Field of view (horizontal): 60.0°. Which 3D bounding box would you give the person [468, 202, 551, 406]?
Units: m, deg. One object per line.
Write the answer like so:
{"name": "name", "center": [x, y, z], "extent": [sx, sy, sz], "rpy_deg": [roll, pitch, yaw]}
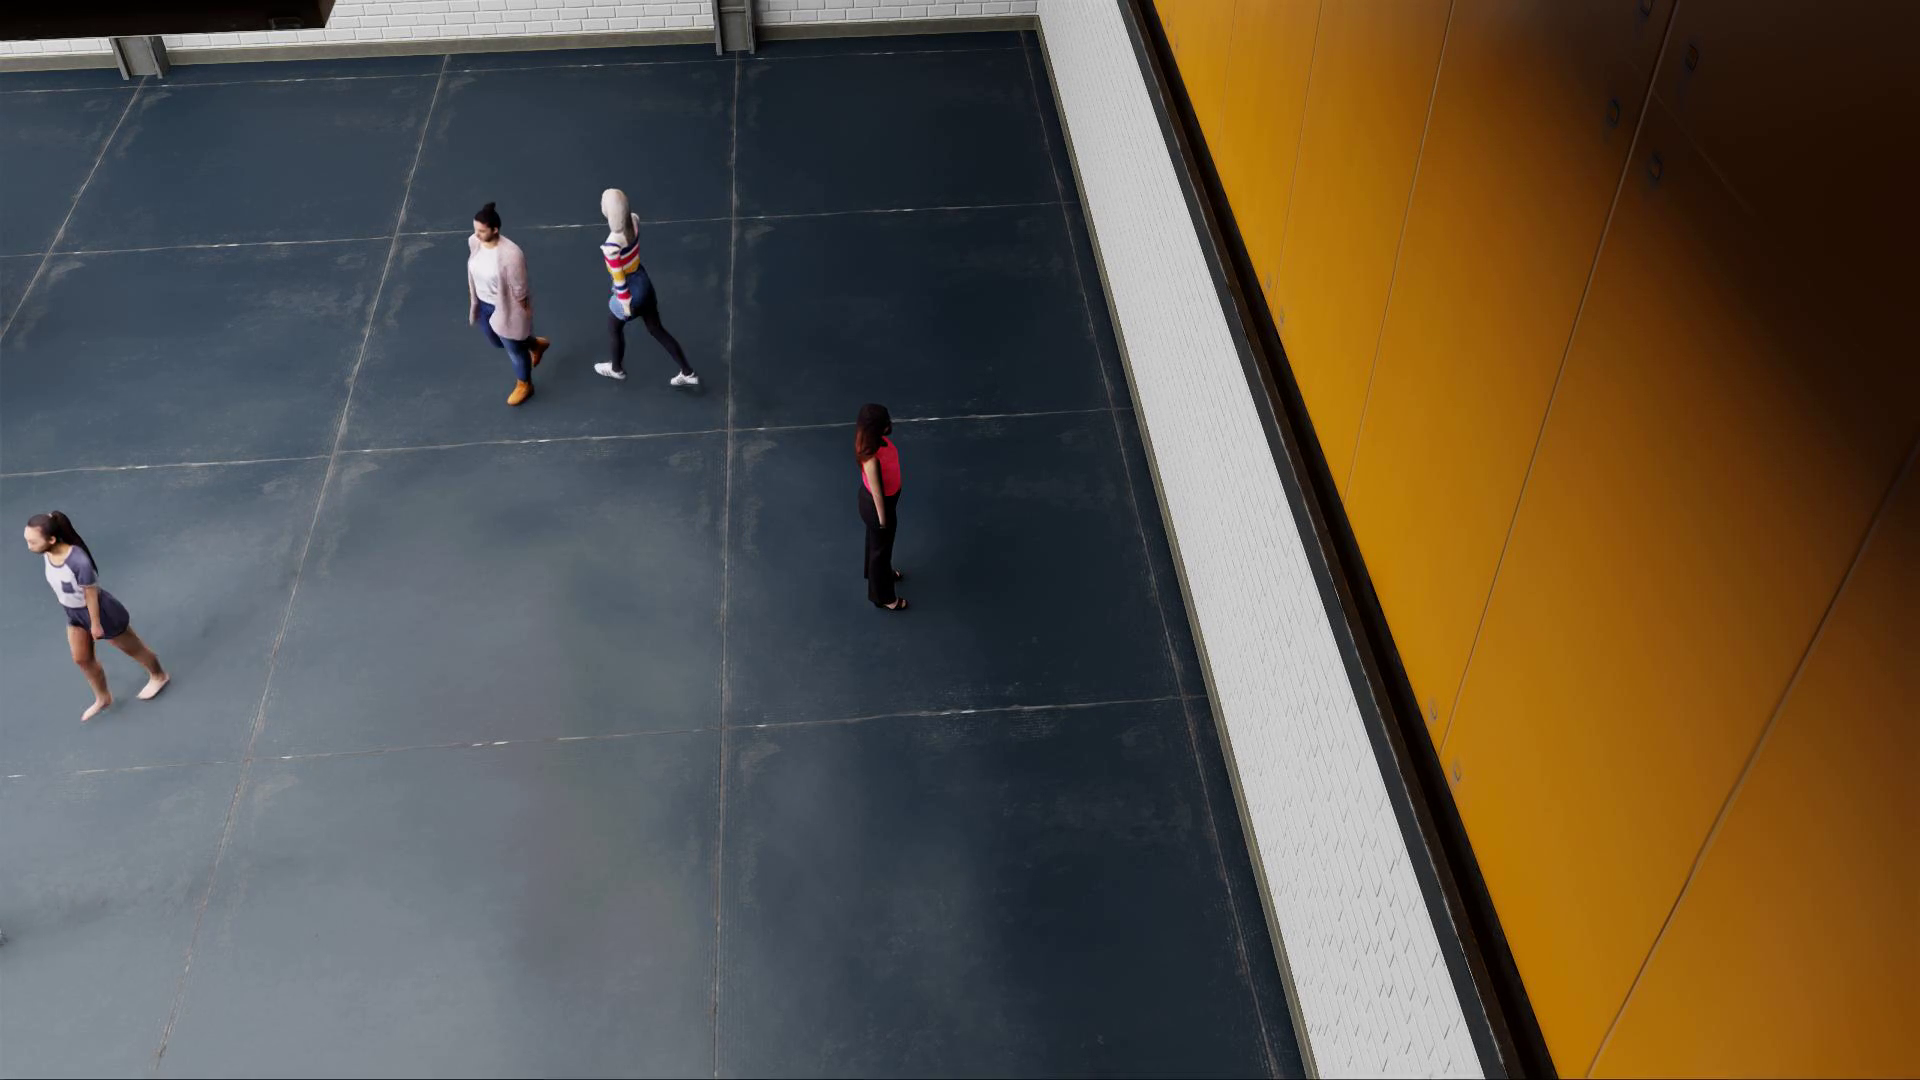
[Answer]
{"name": "person", "center": [-3.409, -1.853, 12.672], "extent": [0.954, 1.732, 1.013], "rpy_deg": [29, 51, 27]}

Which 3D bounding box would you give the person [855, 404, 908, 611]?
{"name": "person", "center": [-0.528, -0.237, 11.028], "extent": [0.506, 1.660, 0.571], "rpy_deg": [-4, 44, -4]}

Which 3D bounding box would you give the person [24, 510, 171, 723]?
{"name": "person", "center": [-5.329, 0.394, 10.389], "extent": [0.858, 1.629, 0.886], "rpy_deg": [19, 47, 19]}

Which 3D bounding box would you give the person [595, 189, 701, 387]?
{"name": "person", "center": [-2.410, -1.875, 12.668], "extent": [1.233, 1.770, 1.010], "rpy_deg": [16, 46, 16]}
